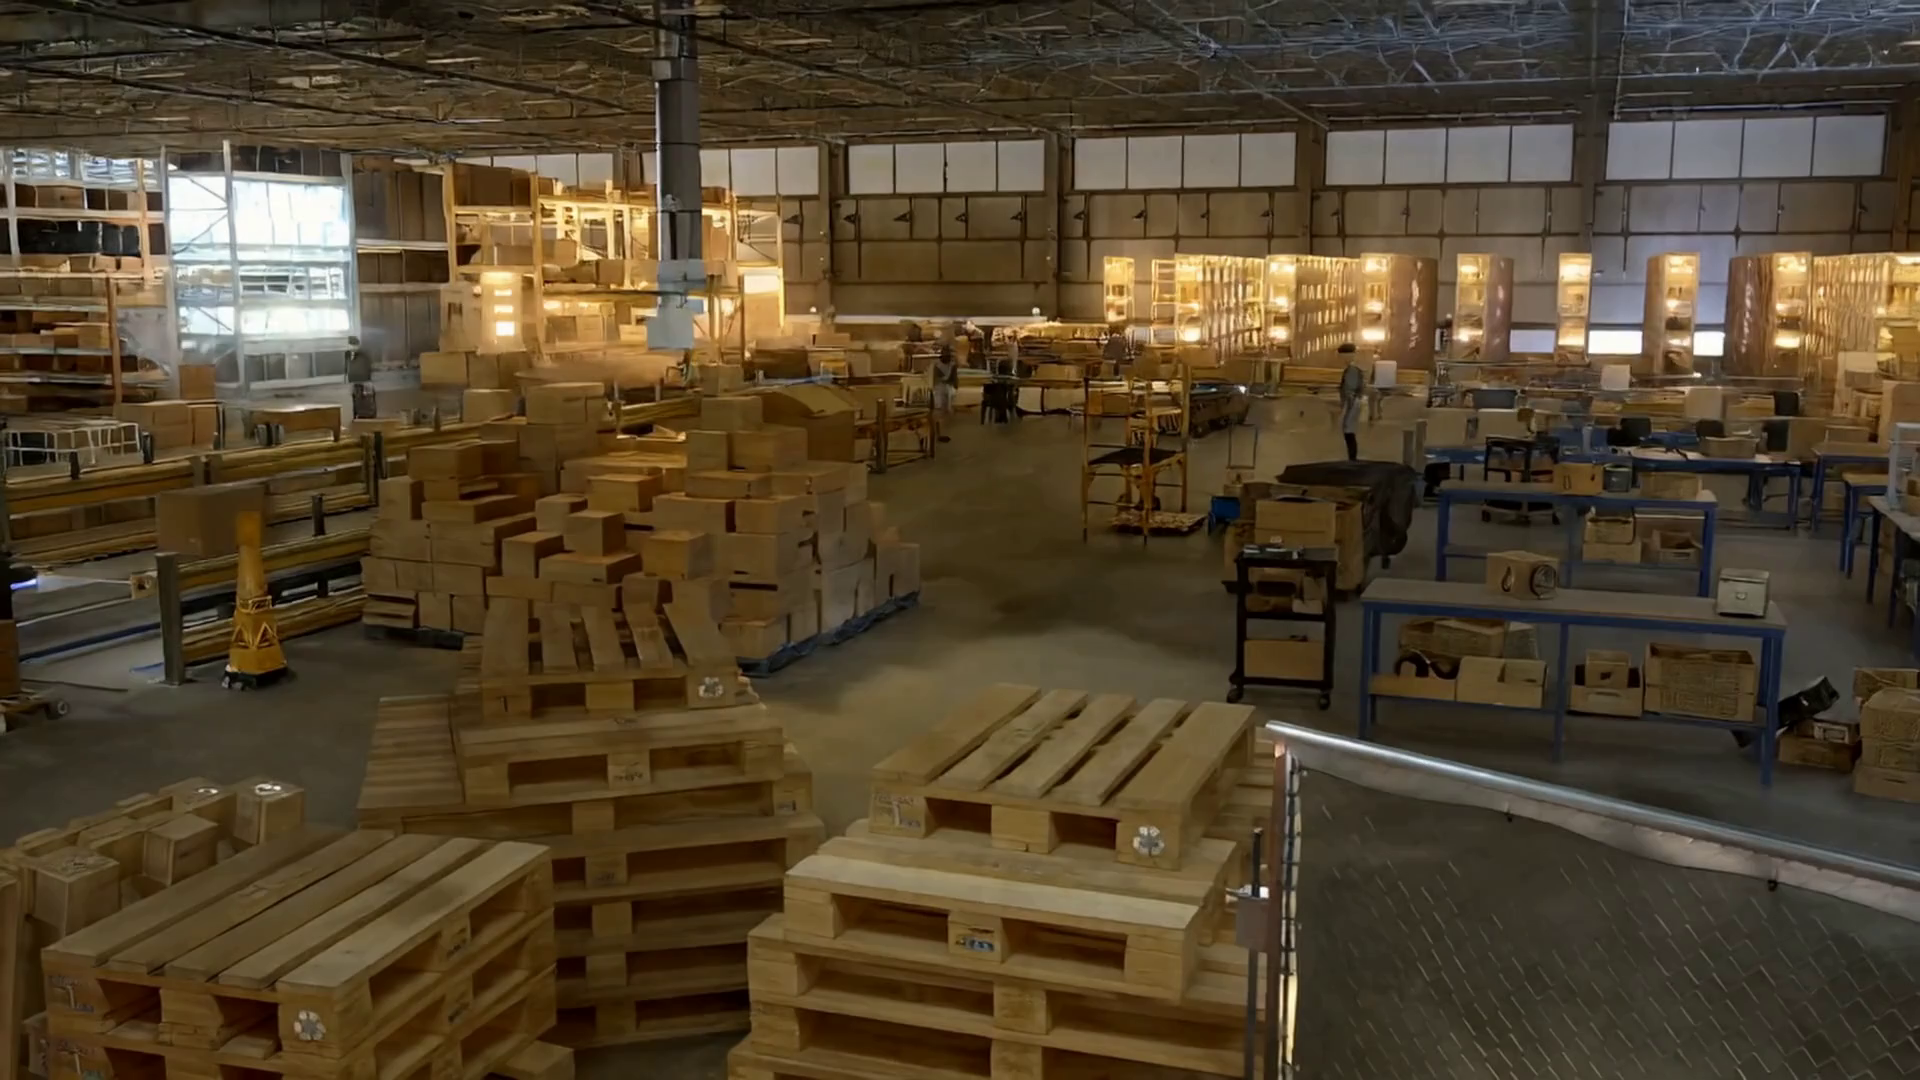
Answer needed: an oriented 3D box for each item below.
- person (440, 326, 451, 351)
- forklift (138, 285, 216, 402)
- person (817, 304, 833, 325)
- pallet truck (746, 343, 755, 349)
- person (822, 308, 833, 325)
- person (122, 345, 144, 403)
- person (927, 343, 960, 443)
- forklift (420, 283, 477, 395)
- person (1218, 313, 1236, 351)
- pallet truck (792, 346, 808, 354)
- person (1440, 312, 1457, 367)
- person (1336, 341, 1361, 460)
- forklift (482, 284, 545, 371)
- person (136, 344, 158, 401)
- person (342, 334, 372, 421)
[{"bbox_3d":[-13.624,-4.886,44.267,0.329,1.765,0.526,7,11,37],"label":"person"},{"bbox_3d":[-17.480,-4.200,36.461,1.873,2.768,1.129,3,10,19],"label":"forklift"},{"bbox_3d":[-5.303,-8.347,65.604,0.711,1.898,0.394,2,9,12],"label":"person"},{"bbox_3d":[-6.183,-4.618,44.264,1.601,1.201,0.680,-9,12,-43],"label":"pallet truck"},{"bbox_3d":[-4.150,-6.254,52.128,0.381,1.995,0.611,0,9,2],"label":"person"},{"bbox_3d":[-16.519,-3.070,33.230,0.855,1.645,0.543,0,9,-3],"label":"person"},{"bbox_3d":[-0.292,-2.648,30.035,0.606,1.815,0.426,-7,12,-39],"label":"person"},{"bbox_3d":[-12.837,-5.154,42.450,1.129,2.768,1.873,3,10,20],"label":"forklift"},{"bbox_3d":[8.980,-6.785,56.010,0.614,1.815,0.451,1,9,7],"label":"person"},{"bbox_3d":[-3.705,-4.298,42.022,0.653,1.274,1.630,3,10,20],"label":"pallet truck"},{"bbox_3d":[16.167,-6.620,54.929,0.589,1.829,0.624,1,9,8],"label":"person"},{"bbox_3d":[5.817,-1.957,24.998,0.393,2.041,0.614,3,9,15],"label":"person"},{"bbox_3d":[-10.832,-4.702,39.610,1.129,2.768,1.873,3,10,20],"label":"forklift"},{"bbox_3d":[-16.665,-3.196,34.053,0.280,1.636,0.500,4,10,24],"label":"person"},{"bbox_3d":[-11.870,-3.124,32.837,0.560,1.894,0.991,3,9,17],"label":"person"}]
